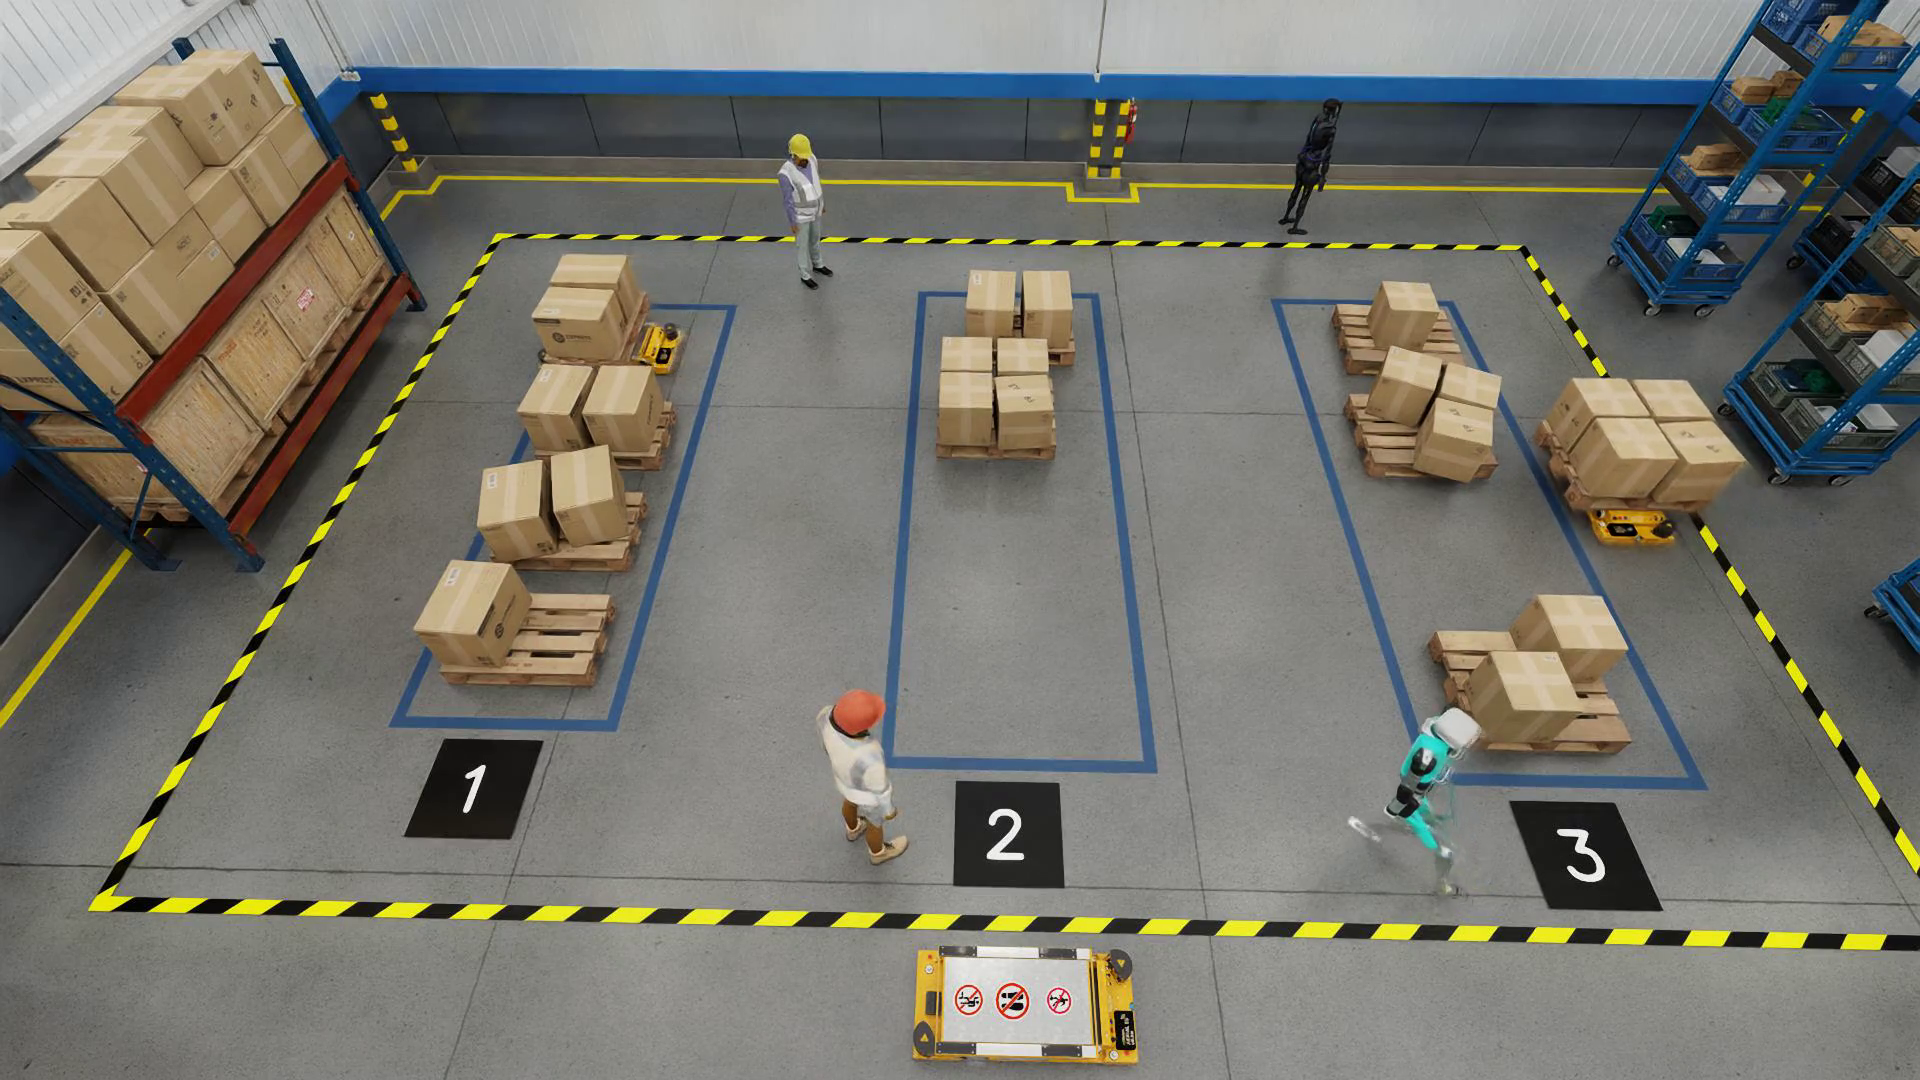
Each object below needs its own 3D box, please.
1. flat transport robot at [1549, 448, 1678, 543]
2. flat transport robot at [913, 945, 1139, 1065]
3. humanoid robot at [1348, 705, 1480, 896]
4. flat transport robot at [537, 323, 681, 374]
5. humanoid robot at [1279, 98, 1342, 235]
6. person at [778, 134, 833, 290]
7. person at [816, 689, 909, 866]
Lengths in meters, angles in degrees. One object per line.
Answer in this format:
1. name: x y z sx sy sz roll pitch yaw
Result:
1. flat transport robot: 6.327 -0.582 8.942 0.652 0.197 1.431 1 51 1
2. flat transport robot: 0.422 3.041 6.007 1.431 0.231 0.659 1 51 1
3. humanoid robot: 3.248 1.817 6.081 0.913 1.793 0.547 35 59 25
4. flat transport robot: -3.909 -2.155 10.224 1.431 0.197 0.652 1 51 1
5. humanoid robot: 4.352 -4.632 11.346 0.315 1.653 0.599 -8 51 -6
6. person: -1.762 -3.788 10.571 0.404 1.822 0.587 26 56 20
7. person: -0.625 1.565 6.067 0.391 2.040 0.612 -35 59 -25
